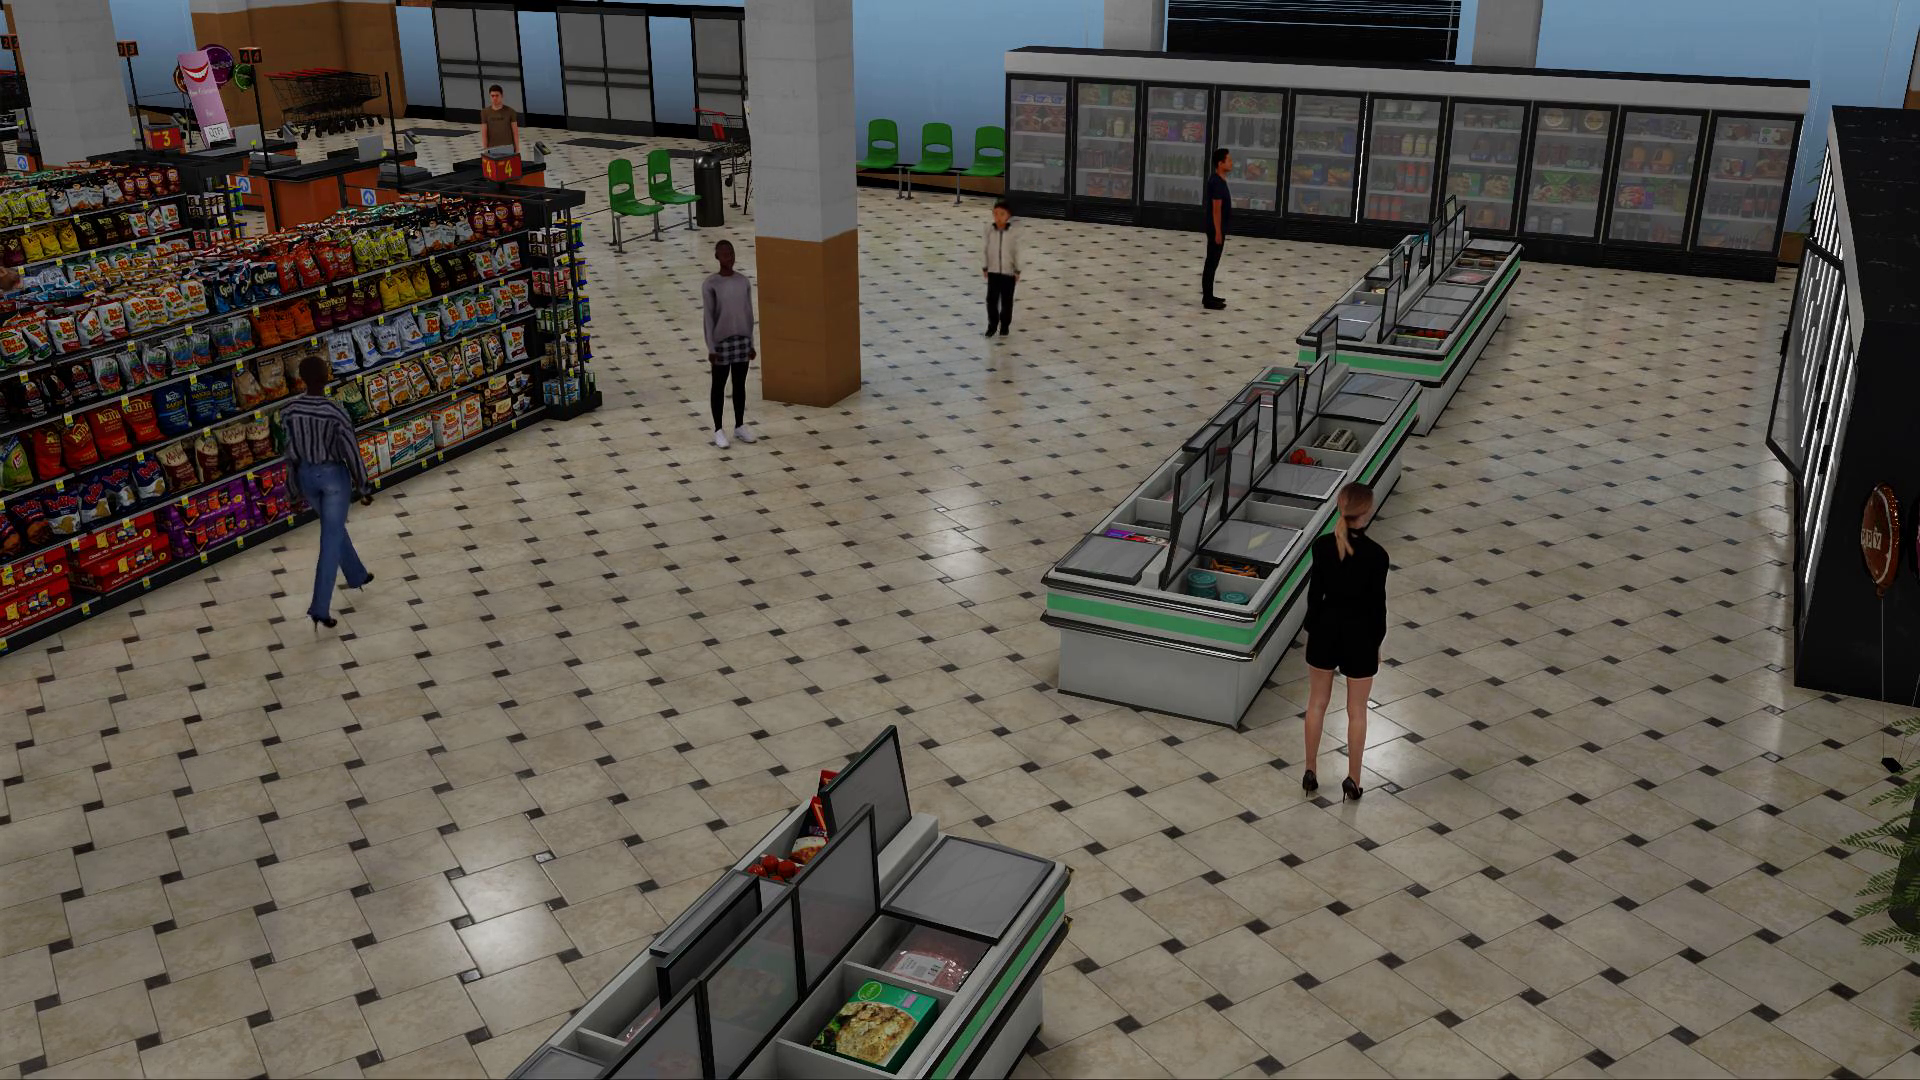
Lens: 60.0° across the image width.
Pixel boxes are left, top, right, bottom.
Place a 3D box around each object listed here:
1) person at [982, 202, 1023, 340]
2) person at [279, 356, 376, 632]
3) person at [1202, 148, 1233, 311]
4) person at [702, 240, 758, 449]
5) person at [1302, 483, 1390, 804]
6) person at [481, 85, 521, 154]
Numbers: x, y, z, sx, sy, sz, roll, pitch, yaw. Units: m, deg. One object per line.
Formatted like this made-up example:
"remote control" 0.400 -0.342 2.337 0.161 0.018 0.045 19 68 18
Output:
"person" 0.460 -2.867 17.623 0.655 1.444 0.652 3 22 7
"person" -4.119 -0.253 10.726 0.881 1.736 1.250 3 22 9
"person" 2.885 -3.523 18.787 0.762 1.793 0.584 2 22 6
"person" -1.985 -1.693 14.262 0.645 1.771 0.756 -14 26 -31
"person" 2.001 0.541 8.708 0.576 1.767 0.509 10 24 24
"person" -6.547 -5.565 23.793 0.751 1.851 0.775 -4 22 -11
